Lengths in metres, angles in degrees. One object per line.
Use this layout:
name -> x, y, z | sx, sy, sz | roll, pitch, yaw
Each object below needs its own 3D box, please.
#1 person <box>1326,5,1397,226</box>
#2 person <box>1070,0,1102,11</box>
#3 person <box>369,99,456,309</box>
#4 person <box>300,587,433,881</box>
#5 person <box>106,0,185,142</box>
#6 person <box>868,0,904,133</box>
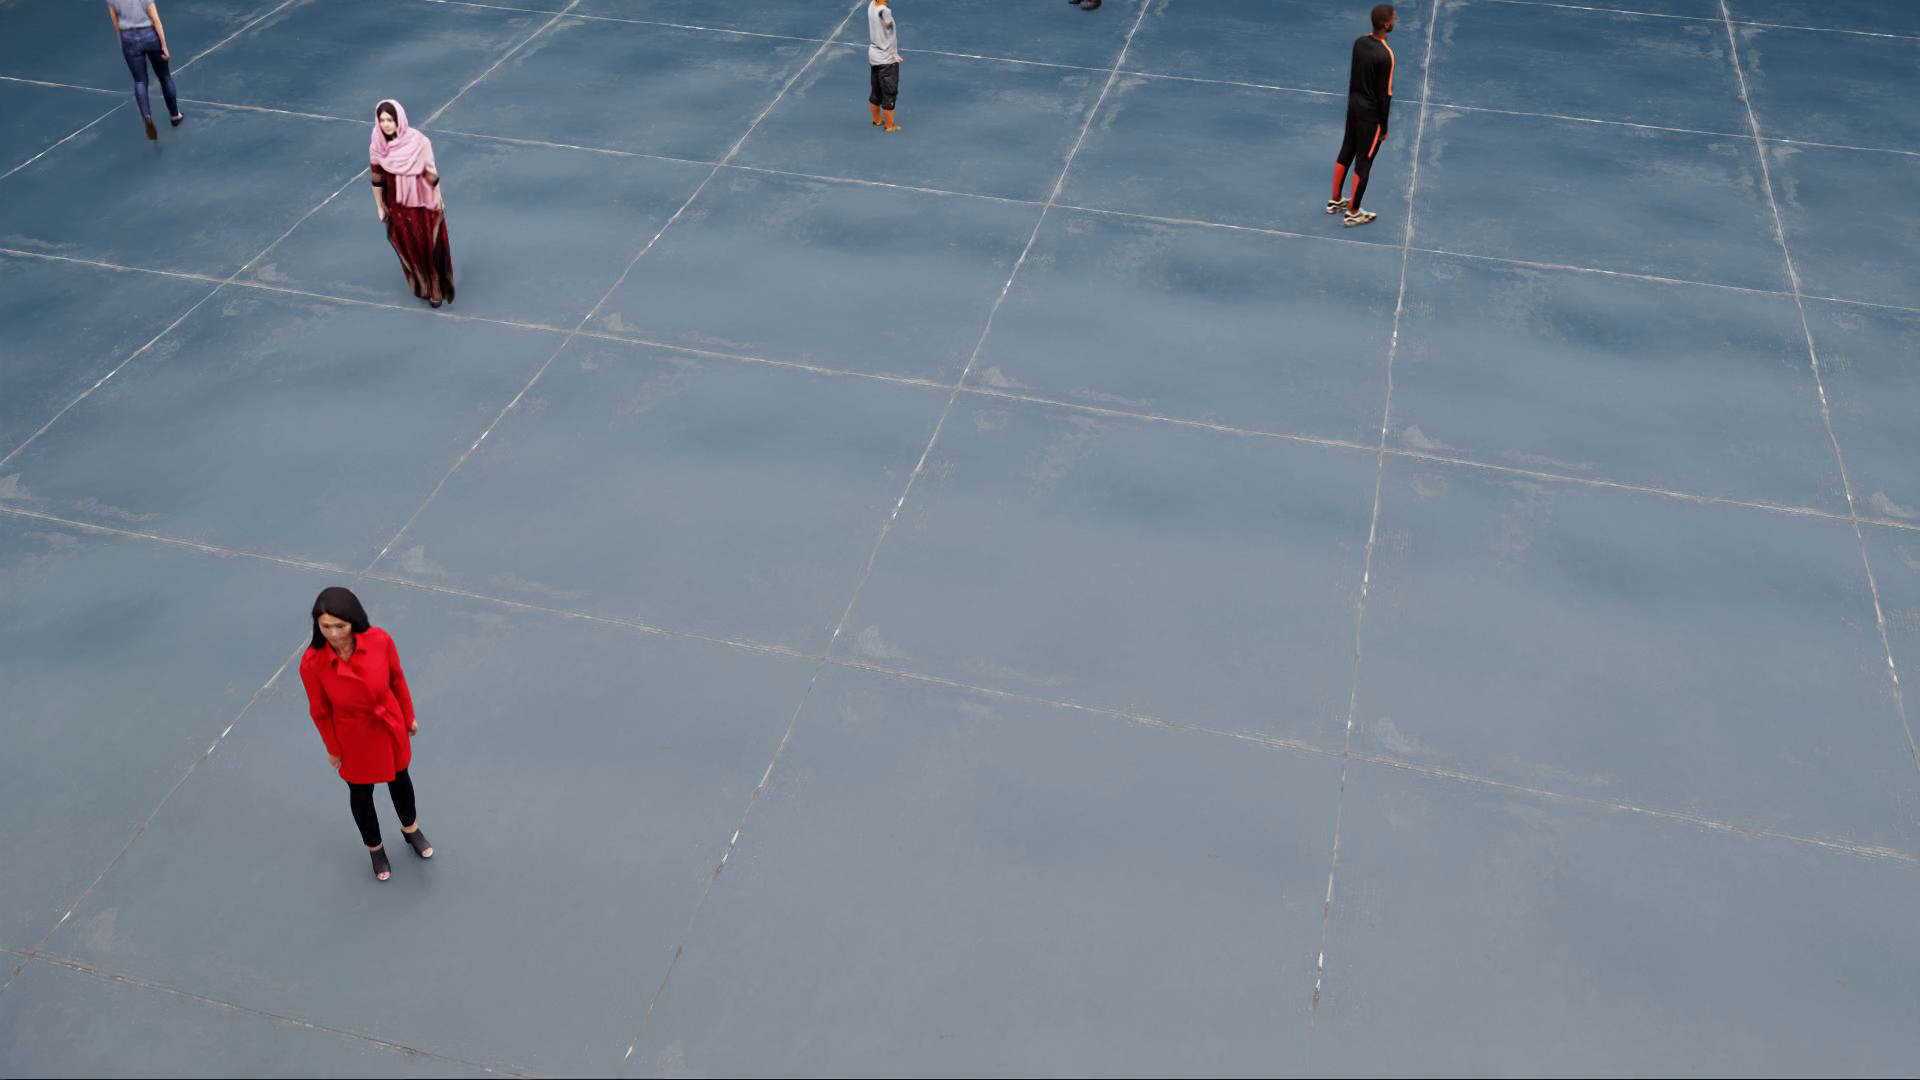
person -> 3.294, -3.463, 13.515 | 0.743, 1.808, 0.680 | -19, 42, -22
person -> 1.447, -6.512, 17.347 | 0.798, 1.889, 0.813 | 31, 47, 33
person -> -4.119, -2.571, 12.526 | 0.750, 1.623, 0.800 | -3, 38, -3
person -> -2.834, 0.921, 7.960 | 0.727, 1.748, 0.797 | -24, 44, -27
person -> -7.306, -4.405, 14.804 | 0.857, 1.704, 1.064 | -6, 38, -8
person -> -0.696, -4.435, 15.044 | 0.680, 1.456, 0.642 | -25, 44, -28
